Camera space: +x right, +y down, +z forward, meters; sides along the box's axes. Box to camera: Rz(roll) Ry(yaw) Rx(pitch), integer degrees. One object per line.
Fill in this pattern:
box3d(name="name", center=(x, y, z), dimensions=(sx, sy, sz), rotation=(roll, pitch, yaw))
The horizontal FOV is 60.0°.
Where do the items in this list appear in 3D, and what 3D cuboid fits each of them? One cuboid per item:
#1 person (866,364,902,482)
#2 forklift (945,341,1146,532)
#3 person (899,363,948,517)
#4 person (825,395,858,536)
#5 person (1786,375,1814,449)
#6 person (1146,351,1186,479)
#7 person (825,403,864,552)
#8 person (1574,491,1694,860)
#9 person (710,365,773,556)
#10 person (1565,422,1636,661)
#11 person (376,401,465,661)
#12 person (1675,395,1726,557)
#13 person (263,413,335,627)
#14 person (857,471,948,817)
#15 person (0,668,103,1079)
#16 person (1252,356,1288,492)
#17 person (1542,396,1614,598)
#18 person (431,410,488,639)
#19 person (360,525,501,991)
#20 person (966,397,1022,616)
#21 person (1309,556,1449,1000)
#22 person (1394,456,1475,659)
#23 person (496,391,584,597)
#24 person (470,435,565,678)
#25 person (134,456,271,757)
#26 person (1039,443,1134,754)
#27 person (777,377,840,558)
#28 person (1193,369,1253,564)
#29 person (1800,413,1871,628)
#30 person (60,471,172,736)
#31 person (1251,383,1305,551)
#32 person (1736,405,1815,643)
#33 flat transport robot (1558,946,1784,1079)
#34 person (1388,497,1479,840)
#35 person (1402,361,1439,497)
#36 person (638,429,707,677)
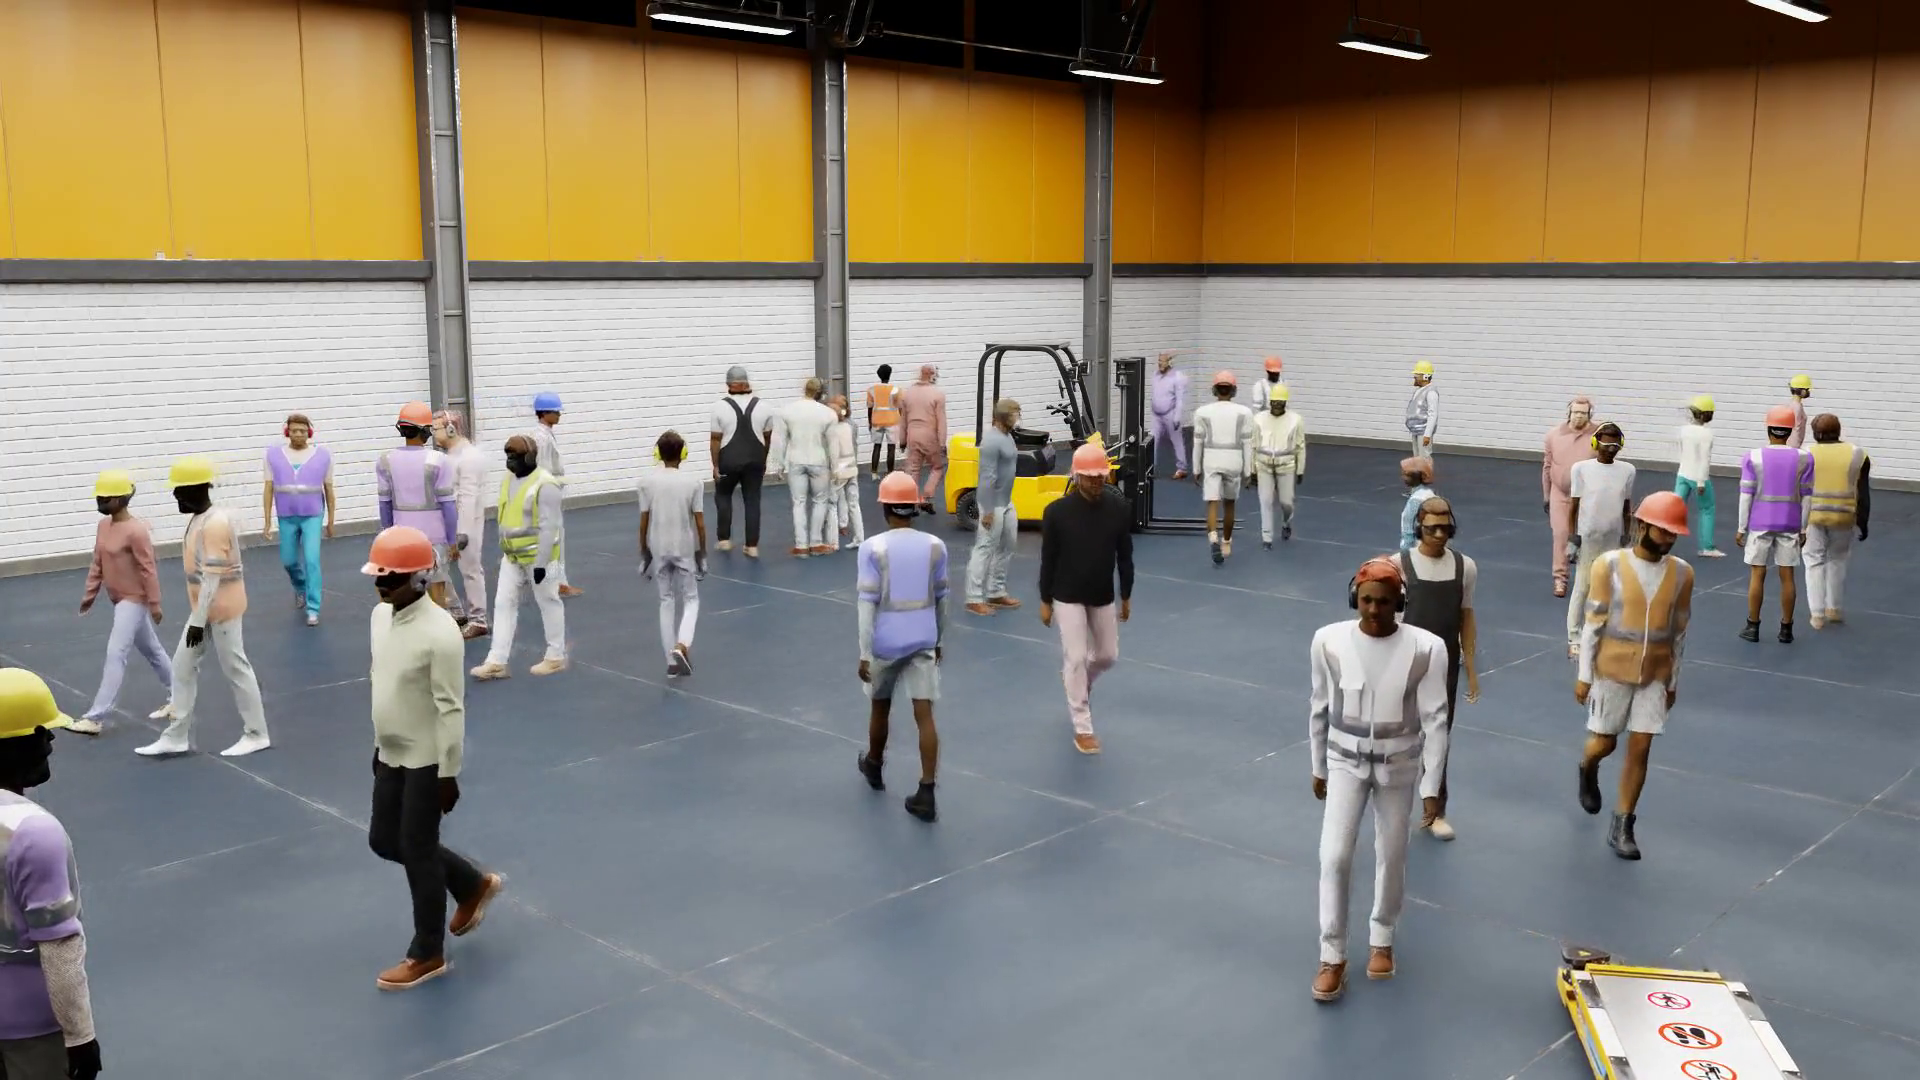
box3d(name="person", center=(-1.048, -1.645, 23.586), dimensions=(0.550, 1.697, 0.363), rotation=(3, 10, 17))
box3d(name="forklift", center=(0.977, -1.223, 19.452), dimensions=(2.313, 2.155, 1.214), rotation=(2, 9, 11))
box3d(name="person", center=(-0.446, -1.210, 20.316), dimensions=(0.780, 1.878, 0.497), rotation=(6, 11, 34))
box3d(name="person", center=(-1.430, -0.878, 19.078), dimensions=(0.514, 1.609, 0.659), rotation=(-3, 10, -17))
box3d(name="person", center=(10.066, -1.111, 20.075), dimensions=(0.331, 1.768, 0.526), rotation=(3, 10, 19))
box3d(name="person", center=(2.916, -1.765, 23.835), dimensions=(0.666, 1.854, 0.997), rotation=(9, 13, 44))
box3d(name="person", center=(-1.276, -0.671, 17.842), dimensions=(0.372, 1.613, 0.556), rotation=(6, 11, 32))
box3d(name="person", center=(3.500, 0.668, 8.728), dimensions=(0.580, 1.913, 0.661), rotation=(0, 9, 3))
box3d(name="person", center=(-2.359, -0.863, 17.713), dimensions=(0.695, 2.000, 0.697), rotation=(-4, 10, -21))
box3d(name="person", center=(4.958, 0.014, 12.884), dimensions=(0.508, 1.865, 0.329), rotation=(0, 9, 1))
box3d(name="person", center=(-4.084, -0.032, 12.612), dimensions=(0.606, 2.044, 0.373), rotation=(1, 9, 8))
box3d(name="person", center=(7.641, -0.662, 17.445), dimensions=(0.875, 1.729, 0.525), rotation=(-2, 10, -13))
box3d(name="person", center=(-5.679, -0.203, 14.350), dimensions=(0.580, 1.820, 0.754), rotation=(-2, 10, -13))
box3d(name="person", center=(-0.337, 0.562, 9.413), dimensions=(0.570, 1.892, 0.968), rotation=(-4, 10, -21))
box3d(name="person", center=(-2.661, 1.309, 4.743), dimensions=(0.593, 1.926, 0.366), rotation=(5, 11, 29))
box3d(name="person", center=(4.243, -1.598, 22.809), dimensions=(0.552, 1.845, 1.065), rotation=(-3, 10, -15))
box3d(name="person", center=(5.812, -0.436, 15.651), dimensions=(0.645, 1.870, 0.933), rotation=(4, 10, 25))
box3d(name="person", center=(-4.135, -0.113, 13.583), dimensions=(0.655, 1.885, 0.528), rotation=(8, 12, 41))
box3d(name="person", center=(-2.278, 0.898, 7.119), dimensions=(0.631, 1.973, 0.571), rotation=(8, 13, 42))
box3d(name="person", center=(0.286, -0.295, 14.669), dimensions=(0.496, 1.910, 0.674), rotation=(3, 10, 17))
box3d(name="person", center=(1.724, 0.993, 6.926), dimensions=(0.576, 1.855, 0.765), rotation=(3, 10, 18))
box3d(name="person", center=(3.608, 0.157, 12.781), dimensions=(0.692, 1.614, 0.537), rotation=(3, 10, 18))
box3d(name="person", center=(-3.908, -0.417, 15.357), dimensions=(0.725, 1.929, 0.616), rotation=(-1, 9, -8))
box3d(name="person", center=(-3.270, 0.144, 12.228), dimensions=(0.661, 1.811, 0.832), rotation=(7, 12, 38))
box3d(name="person", center=(-4.699, 0.440, 10.191), dimensions=(0.857, 1.894, 0.593), rotation=(-8, 12, -39))
box3d(name="person", center=(0.780, 0.333, 10.637), dimensions=(0.621, 1.968, 0.732), rotation=(-3, 10, -16))
box3d(name="person", center=(-1.611, -0.762, 17.566), dimensions=(0.664, 1.897, 0.521), rotation=(1, 9, 6))
box3d(name="person", center=(2.714, -0.759, 17.218), dimensions=(0.612, 2.008, 0.945), rotation=(1, 9, 9))
box3d(name="person", center=(7.388, -0.180, 14.232), dimensions=(0.638, 1.810, 0.776), rotation=(3, 10, 20))
box3d(name="person", center=(-5.540, 0.402, 10.954), dimensions=(0.530, 1.720, 0.916), rotation=(8, 12, 40))
box3d(name="person", center=(3.429, -0.800, 18.019), dimensions=(0.606, 1.817, 0.569), rotation=(3, 10, 17))
box3d(name="person", center=(6.604, -0.127, 13.514), dimensions=(0.544, 1.939, 0.372), rotation=(3, 10, 17))
box3d(name="flat transport robot", center=(2.685, 1.898, 6.198), dimensions=(0.652, 0.197, 1.431), rotation=(2, 9, 11))
box3d(name="person", center=(2.483, 0.682, 8.847), dimensions=(0.508, 1.845, 0.357), rotation=(-1, 9, -5))
box3d(name="person", center=(6.068, -1.440, 21.882), dimensions=(0.403, 1.835, 0.588), rotation=(0, 9, -3))
box3d(name="person", center=(-2.128, 0.119, 12.258), dimensions=(0.514, 1.859, 0.505), rotation=(0, 9, 1))
